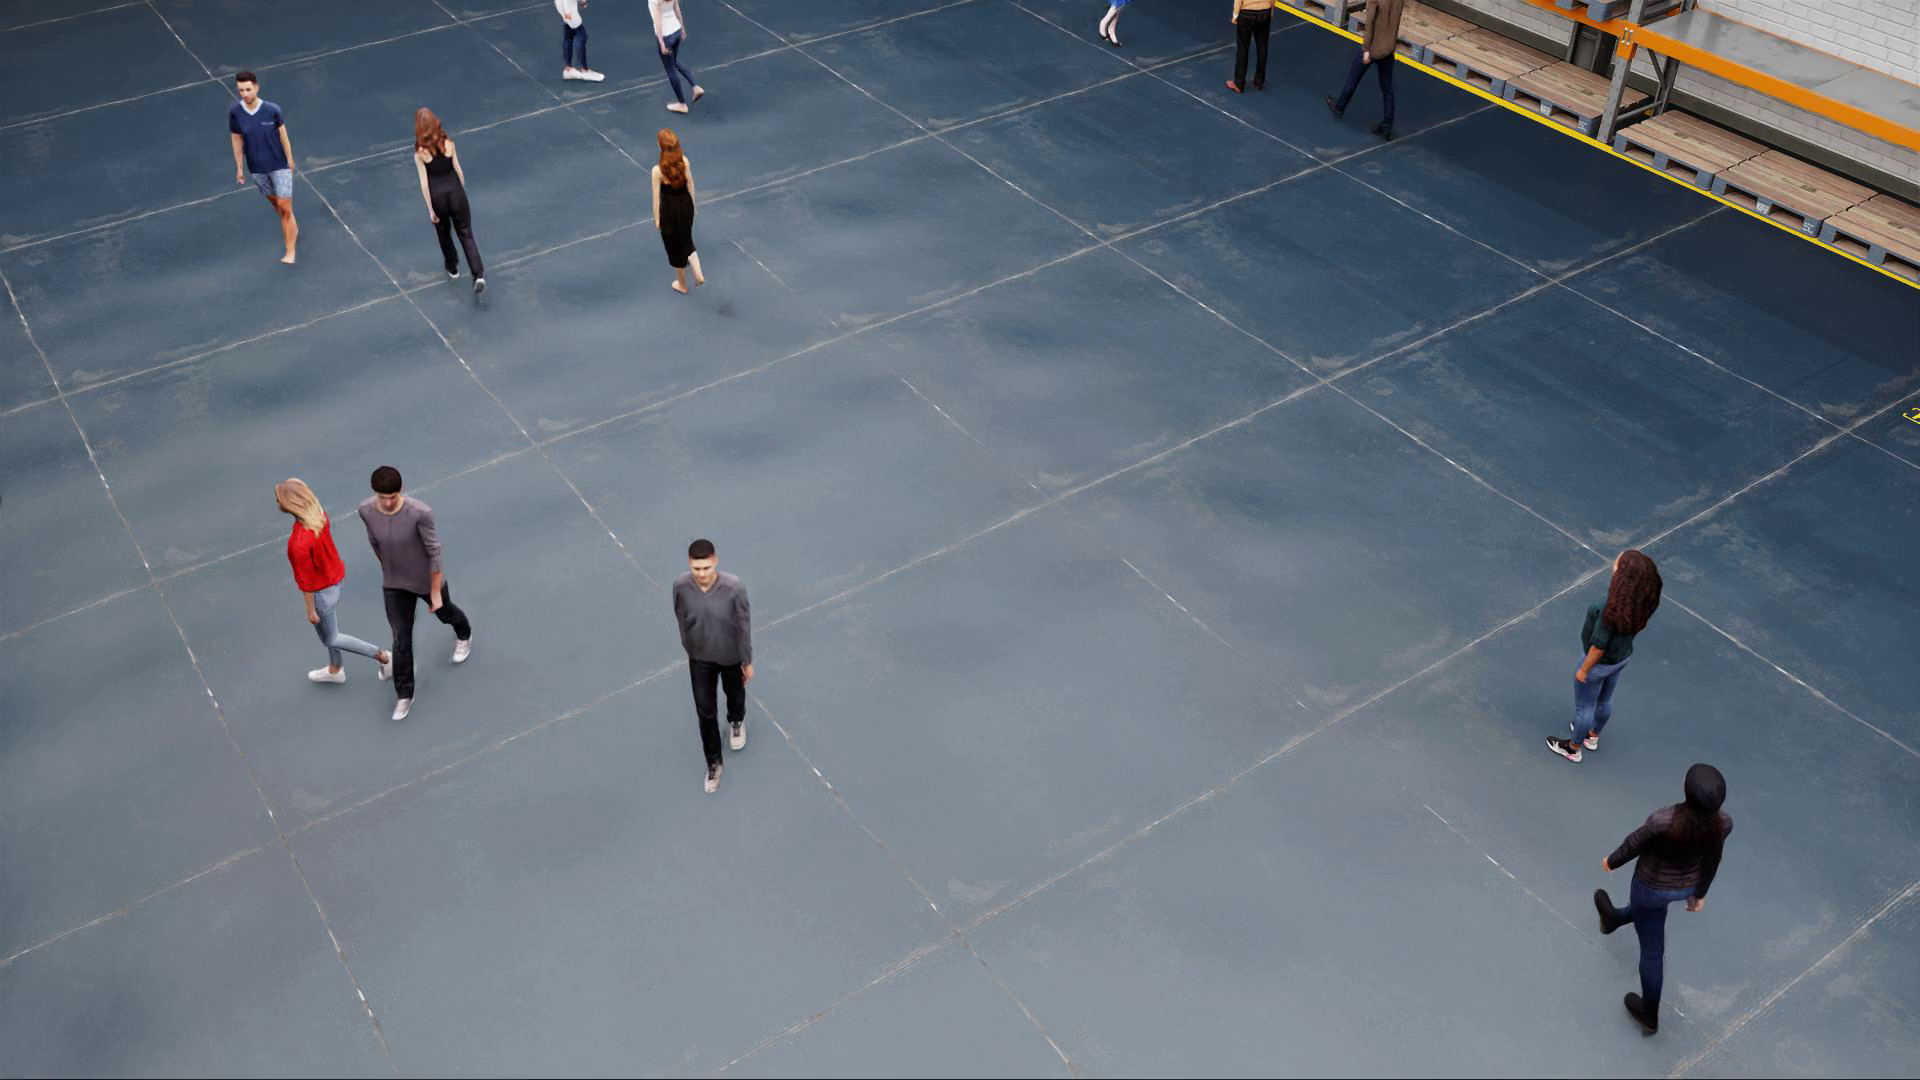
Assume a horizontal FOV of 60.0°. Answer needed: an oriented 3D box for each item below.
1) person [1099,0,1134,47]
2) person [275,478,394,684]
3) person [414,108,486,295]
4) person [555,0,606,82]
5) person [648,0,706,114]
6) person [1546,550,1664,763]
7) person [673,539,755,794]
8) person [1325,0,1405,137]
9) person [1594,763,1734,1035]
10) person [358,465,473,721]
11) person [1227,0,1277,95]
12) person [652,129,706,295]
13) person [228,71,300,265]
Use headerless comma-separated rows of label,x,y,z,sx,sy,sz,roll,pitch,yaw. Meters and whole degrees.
person,1.796,-6.714,19.547,0.791,1.819,0.722,24,45,27
person,-4.091,0.316,10.850,0.985,1.687,0.975,-2,39,-2
person,-4.594,-3.024,15.008,0.607,1.717,1.103,-21,43,-24
person,-4.488,-6.034,18.740,0.872,1.764,0.818,1,39,1
person,-3.080,-5.443,18.049,0.888,1.702,0.784,17,41,20
person,4.036,0.727,10.391,0.589,1.617,0.580,-23,44,-26
person,-1.502,0.650,10.394,0.907,1.733,1.041,-3,39,-4
person,4.487,-5.174,17.607,0.731,1.832,1.153,-20,43,-23
person,3.757,1.930,8.815,0.961,1.704,1.227,-6,39,-7
person,-3.528,0.203,10.899,1.096,1.801,1.229,3,39,3
person,3.280,-5.867,18.537,0.730,1.754,0.701,-10,40,-13
person,-2.499,-2.905,14.937,0.628,1.619,0.721,-30,47,-32
person,-6.472,-3.549,15.601,1.014,1.797,1.217,-2,39,-2
